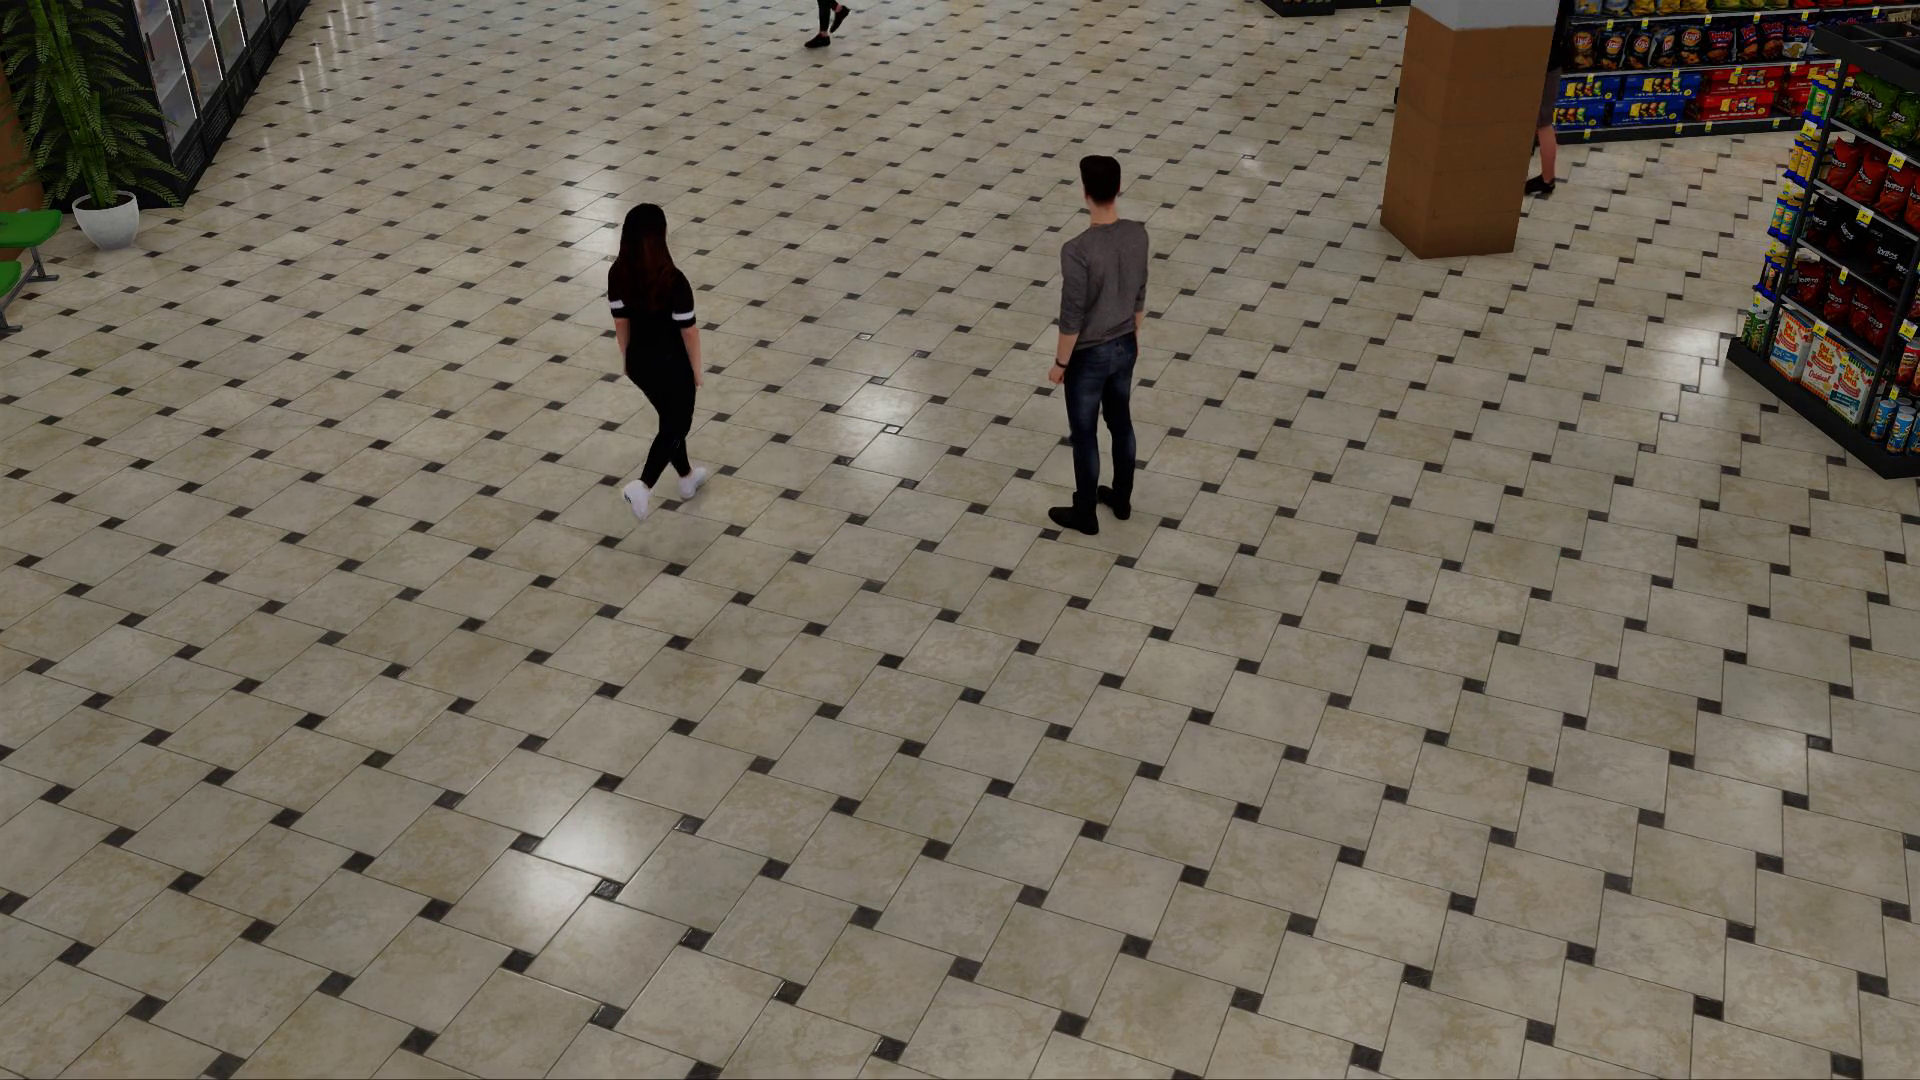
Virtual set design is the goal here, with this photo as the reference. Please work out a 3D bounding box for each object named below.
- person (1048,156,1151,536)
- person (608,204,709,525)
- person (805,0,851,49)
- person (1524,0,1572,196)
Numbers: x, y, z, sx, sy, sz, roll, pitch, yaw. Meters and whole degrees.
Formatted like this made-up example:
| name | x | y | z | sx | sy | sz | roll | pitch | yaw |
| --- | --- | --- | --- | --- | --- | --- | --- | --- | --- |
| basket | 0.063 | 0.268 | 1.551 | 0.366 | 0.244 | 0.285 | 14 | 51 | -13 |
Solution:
| name | x | y | z | sx | sy | sz | roll | pitch | yaw |
| --- | --- | --- | --- | --- | --- | --- | --- | --- | --- |
| person | 0.685 | -0.909 | 8.003 | 0.684 | 1.901 | 0.837 | -20 | 37 | -29 |
| person | -1.497 | -0.825 | 8.134 | 1.026 | 1.620 | 0.975 | 11 | 33 | 17 |
| person | -1.242 | -5.499 | 15.569 | 0.919 | 1.700 | 0.809 | -23 | 39 | -32 |
| person | 4.315 | -3.426 | 12.119 | 1.182 | 1.826 | 1.115 | 13 | 34 | 20 |
